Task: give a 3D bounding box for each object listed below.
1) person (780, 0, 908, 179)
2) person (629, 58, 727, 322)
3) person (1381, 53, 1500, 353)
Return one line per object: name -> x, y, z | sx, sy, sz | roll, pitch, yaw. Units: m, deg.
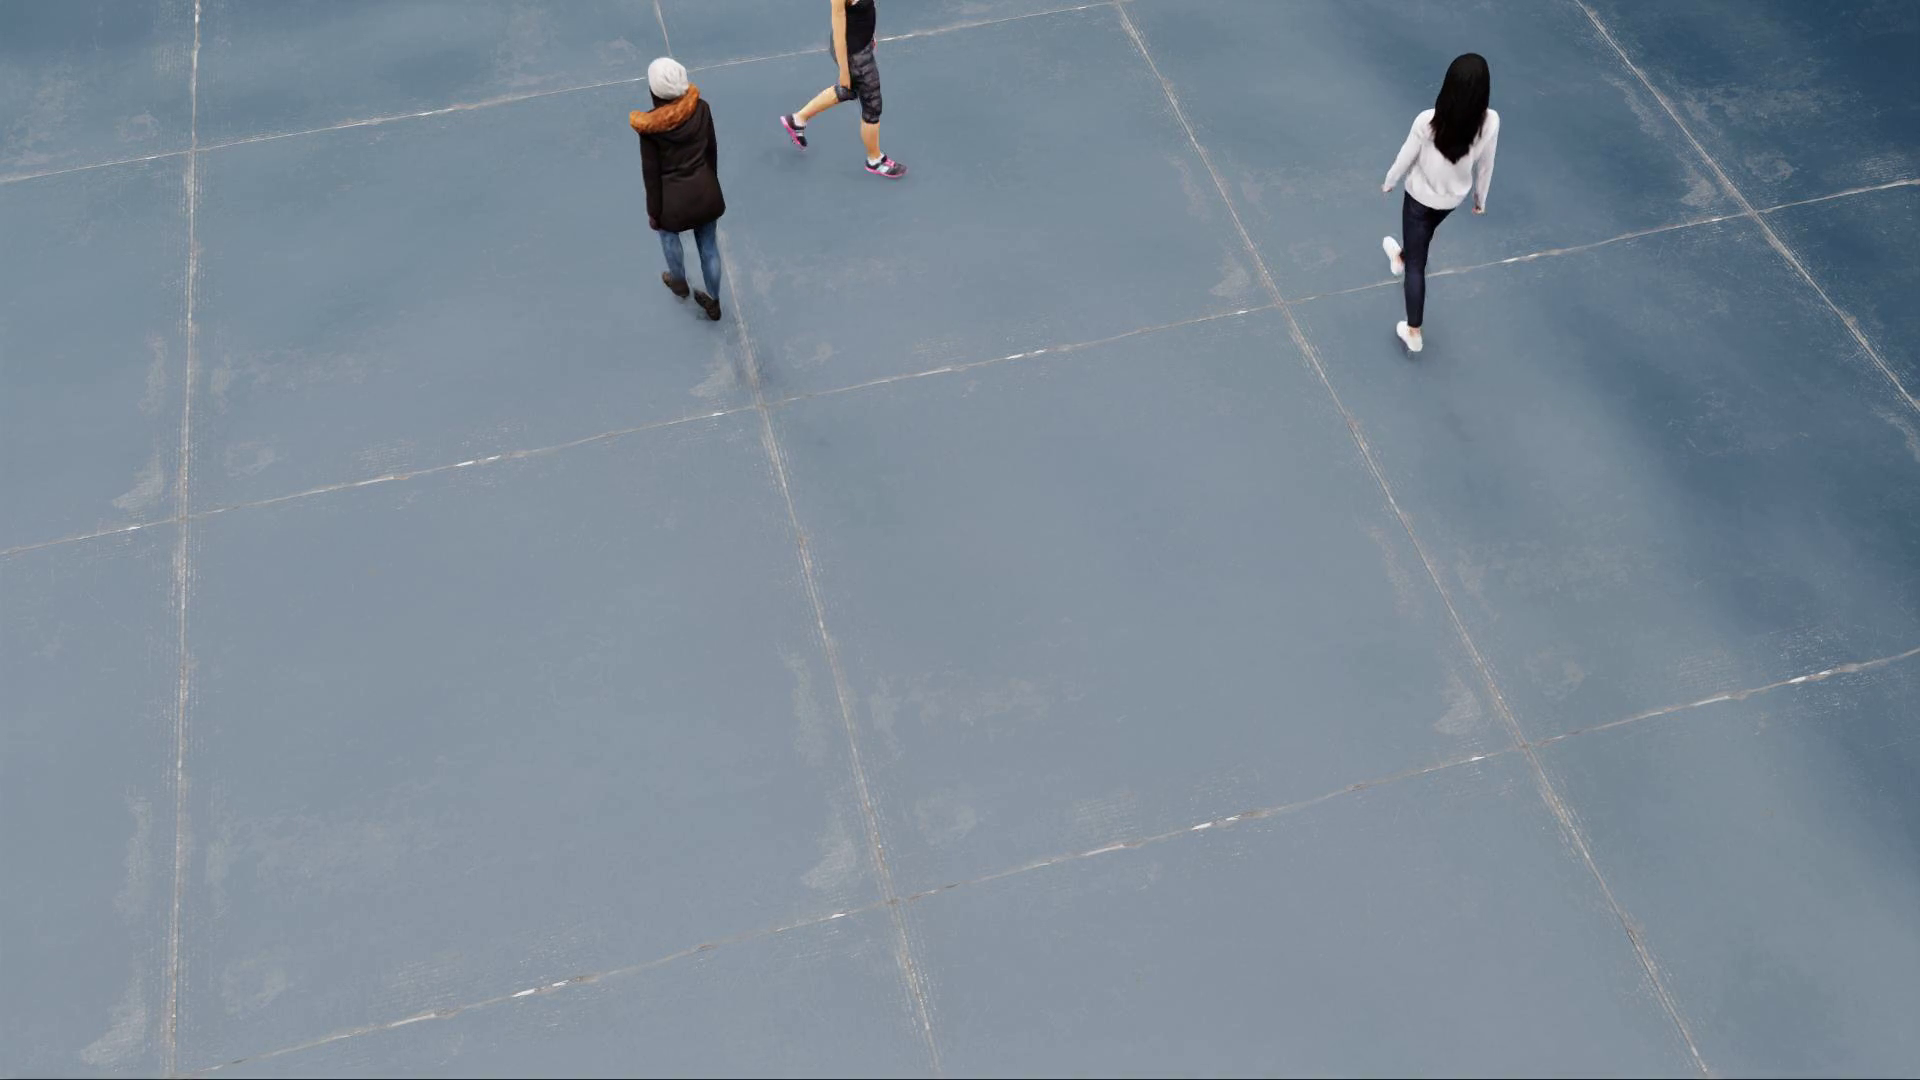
person -> -0.698, -2.812, 9.497 | 0.889, 1.707, 1.013 | 8, 53, 6
person -> -1.411, -1.784, 8.754 | 0.755, 1.622, 0.820 | -28, 57, -20
person -> 2.492, -1.726, 8.688 | 0.743, 1.655, 1.126 | -7, 53, -5
